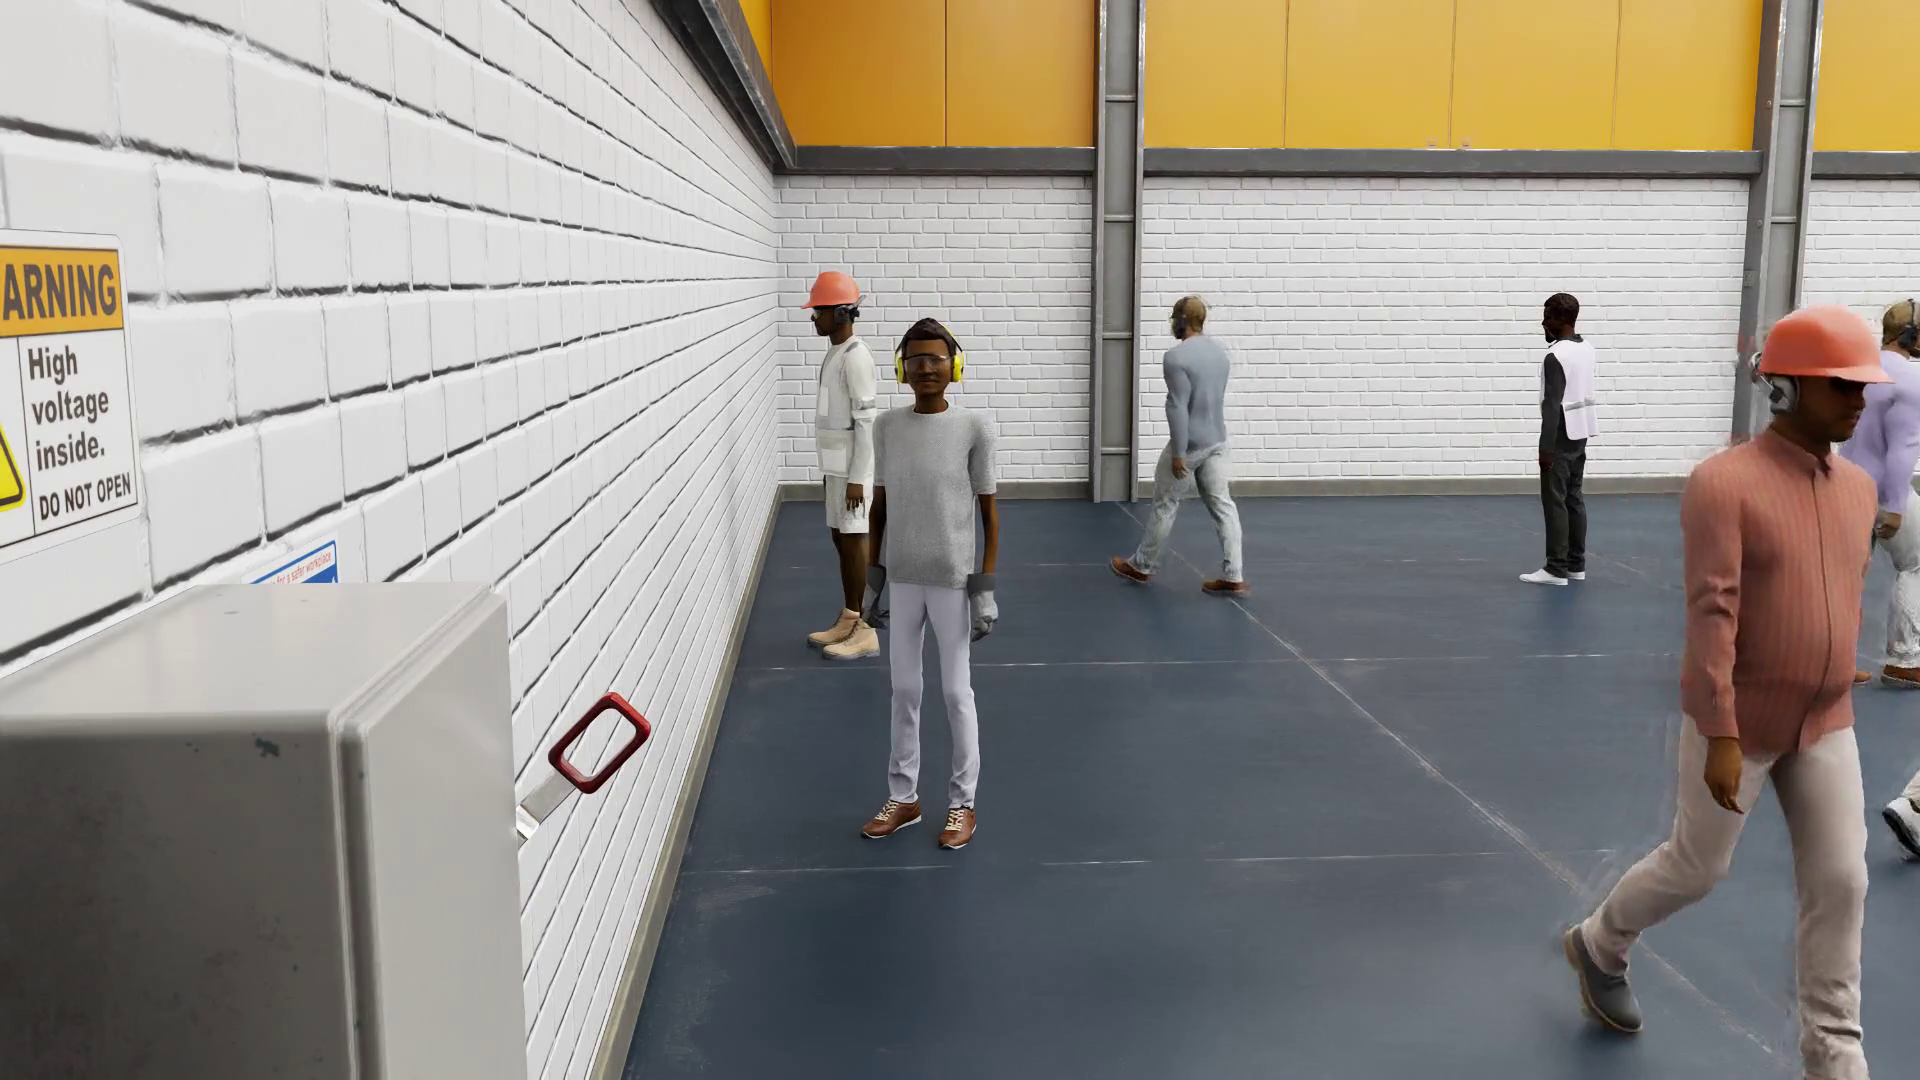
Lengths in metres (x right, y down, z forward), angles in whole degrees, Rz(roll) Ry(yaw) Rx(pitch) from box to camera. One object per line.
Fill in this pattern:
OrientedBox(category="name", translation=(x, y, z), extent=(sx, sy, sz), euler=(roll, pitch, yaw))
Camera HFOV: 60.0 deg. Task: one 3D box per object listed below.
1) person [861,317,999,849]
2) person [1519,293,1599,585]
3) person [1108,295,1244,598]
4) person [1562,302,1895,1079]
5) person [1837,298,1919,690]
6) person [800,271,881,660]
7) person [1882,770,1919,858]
OrientedBox(category="person", translation=(-0.115, 0.154, 5.906), extent=(0.532, 1.876, 0.319), euler=(4, 10, 23))
OrientedBox(category="person", translation=(3.959, -0.655, 10.895), extent=(0.388, 1.910, 0.591), euler=(8, 12, 41))
OrientedBox(category="person", translation=(1.432, -0.601, 10.608), extent=(0.652, 1.883, 1.001), euler=(-9, 13, -44))
OrientedBox(category="person", translation=(1.938, 0.402, 4.079), extent=(0.610, 1.968, 0.935), euler=(-3, 10, -18))
OrientedBox(category="person", translation=(4.551, -0.212, 8.105), extent=(0.756, 1.903, 0.620), euler=(-1, 9, -7))
OrientedBox(category="person", translation=(-0.636, -0.388, 8.791), extent=(0.391, 2.040, 0.615), euler=(-3, 9, -17))
OrientedBox(category="person", translation=(3.589, 0.337, 5.593), extent=(0.781, 1.610, 0.511), euler=(0, 9, -2))
